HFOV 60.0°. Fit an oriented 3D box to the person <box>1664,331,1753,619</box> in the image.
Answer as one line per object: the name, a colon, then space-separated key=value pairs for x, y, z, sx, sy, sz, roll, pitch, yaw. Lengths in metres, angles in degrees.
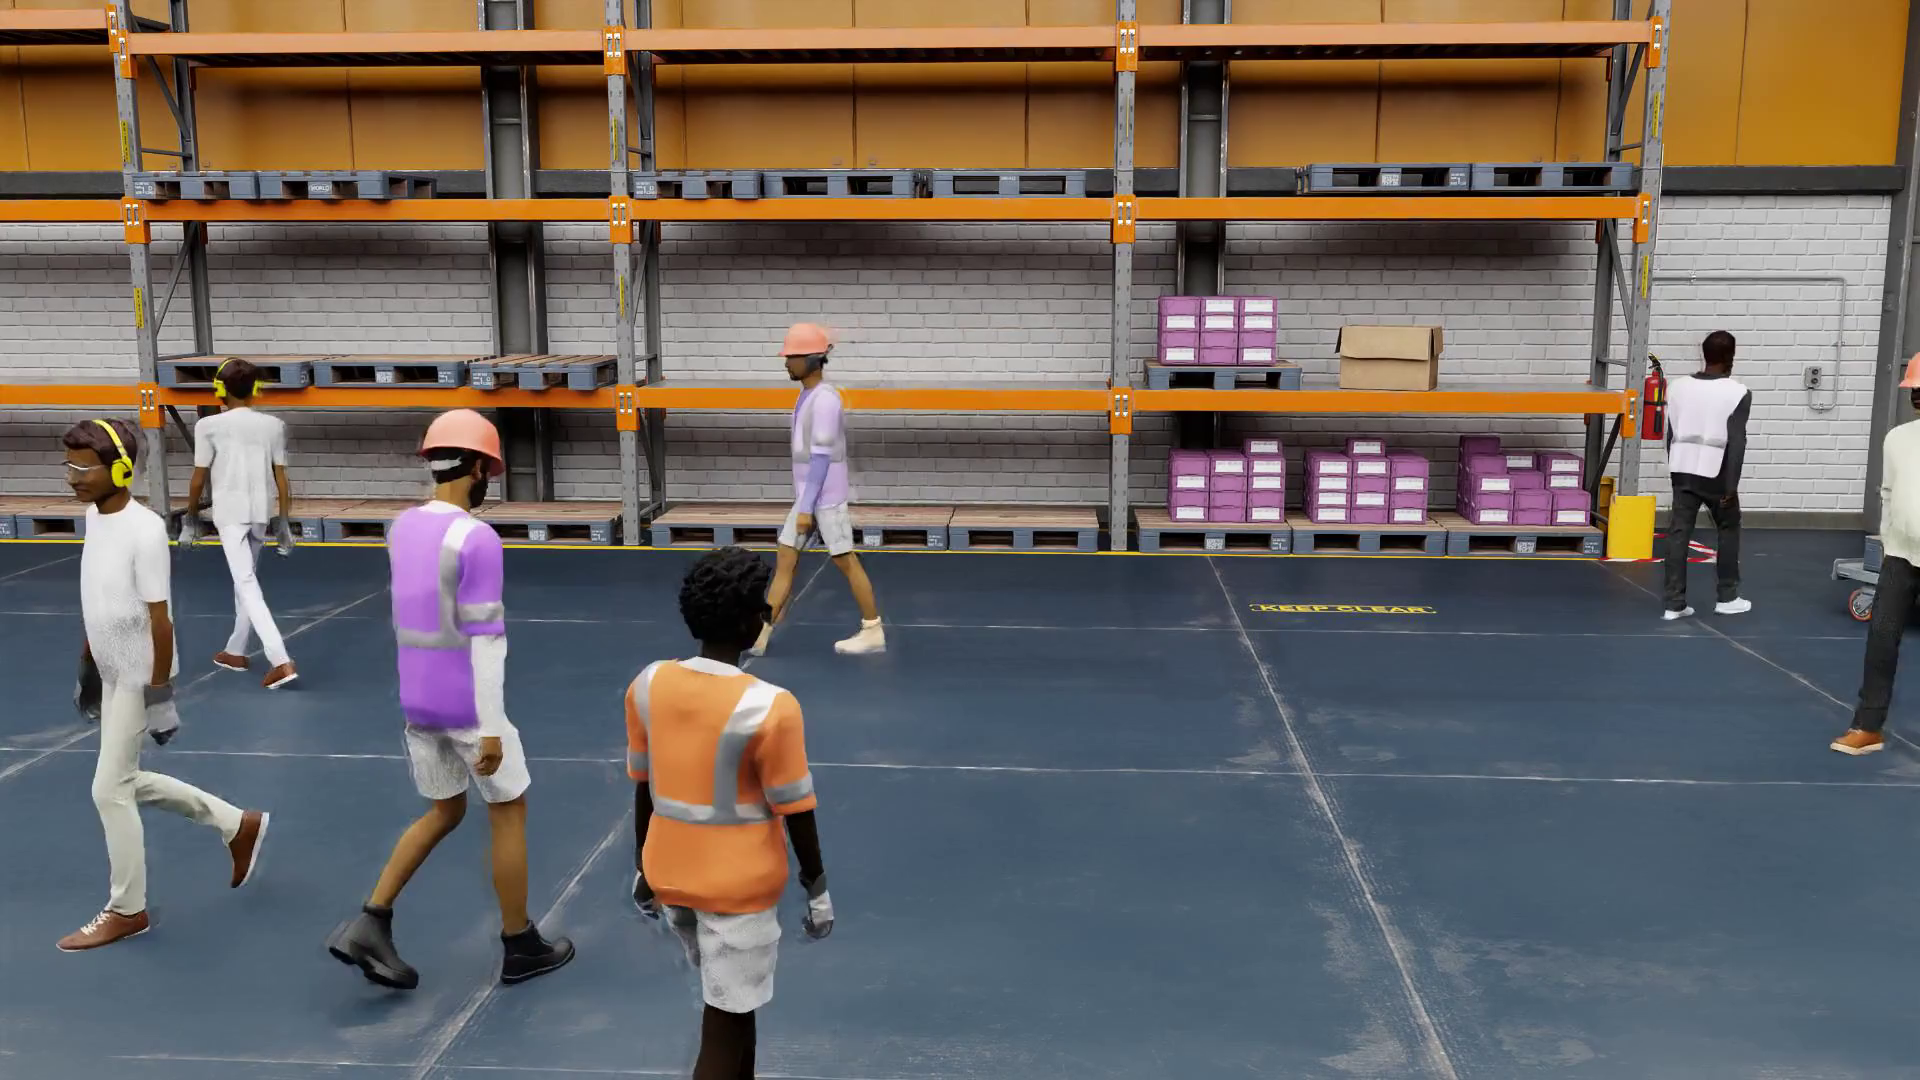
person: x=4.973 y=-0.430 z=11.012 sx=0.825 sy=1.889 sz=0.598 roll=-8 pitch=12 yaw=-38

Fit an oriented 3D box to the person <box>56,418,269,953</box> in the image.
person: x=-2.840 y=0.479 z=5.823 sx=0.678 sy=1.842 sz=0.535 roll=-9 pitch=13 yaw=-43

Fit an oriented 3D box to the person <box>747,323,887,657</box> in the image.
person: x=-0.899 y=-0.272 z=9.789 sx=1.033 sy=1.985 sz=0.632 roll=-3 pitch=10 yaw=-18

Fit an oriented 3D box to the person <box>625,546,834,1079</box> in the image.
person: x=-0.523 y=0.837 z=4.208 sx=0.548 sy=1.670 sz=0.693 roll=7 pitch=12 yaw=37

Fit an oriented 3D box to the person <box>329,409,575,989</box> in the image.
person: x=-1.686 y=0.536 z=5.358 sx=0.564 sy=1.890 sz=0.691 roll=7 pitch=12 yaw=35

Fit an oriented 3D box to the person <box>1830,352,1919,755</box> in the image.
person: x=4.702 y=0.055 z=7.981 sx=0.978 sy=1.960 sz=0.612 roll=-5 pitch=11 yaw=-26

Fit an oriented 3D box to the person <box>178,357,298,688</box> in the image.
person: x=-4.005 y=-0.100 z=9.280 sx=0.962 sy=1.830 sz=0.535 roll=7 pitch=12 yaw=35
